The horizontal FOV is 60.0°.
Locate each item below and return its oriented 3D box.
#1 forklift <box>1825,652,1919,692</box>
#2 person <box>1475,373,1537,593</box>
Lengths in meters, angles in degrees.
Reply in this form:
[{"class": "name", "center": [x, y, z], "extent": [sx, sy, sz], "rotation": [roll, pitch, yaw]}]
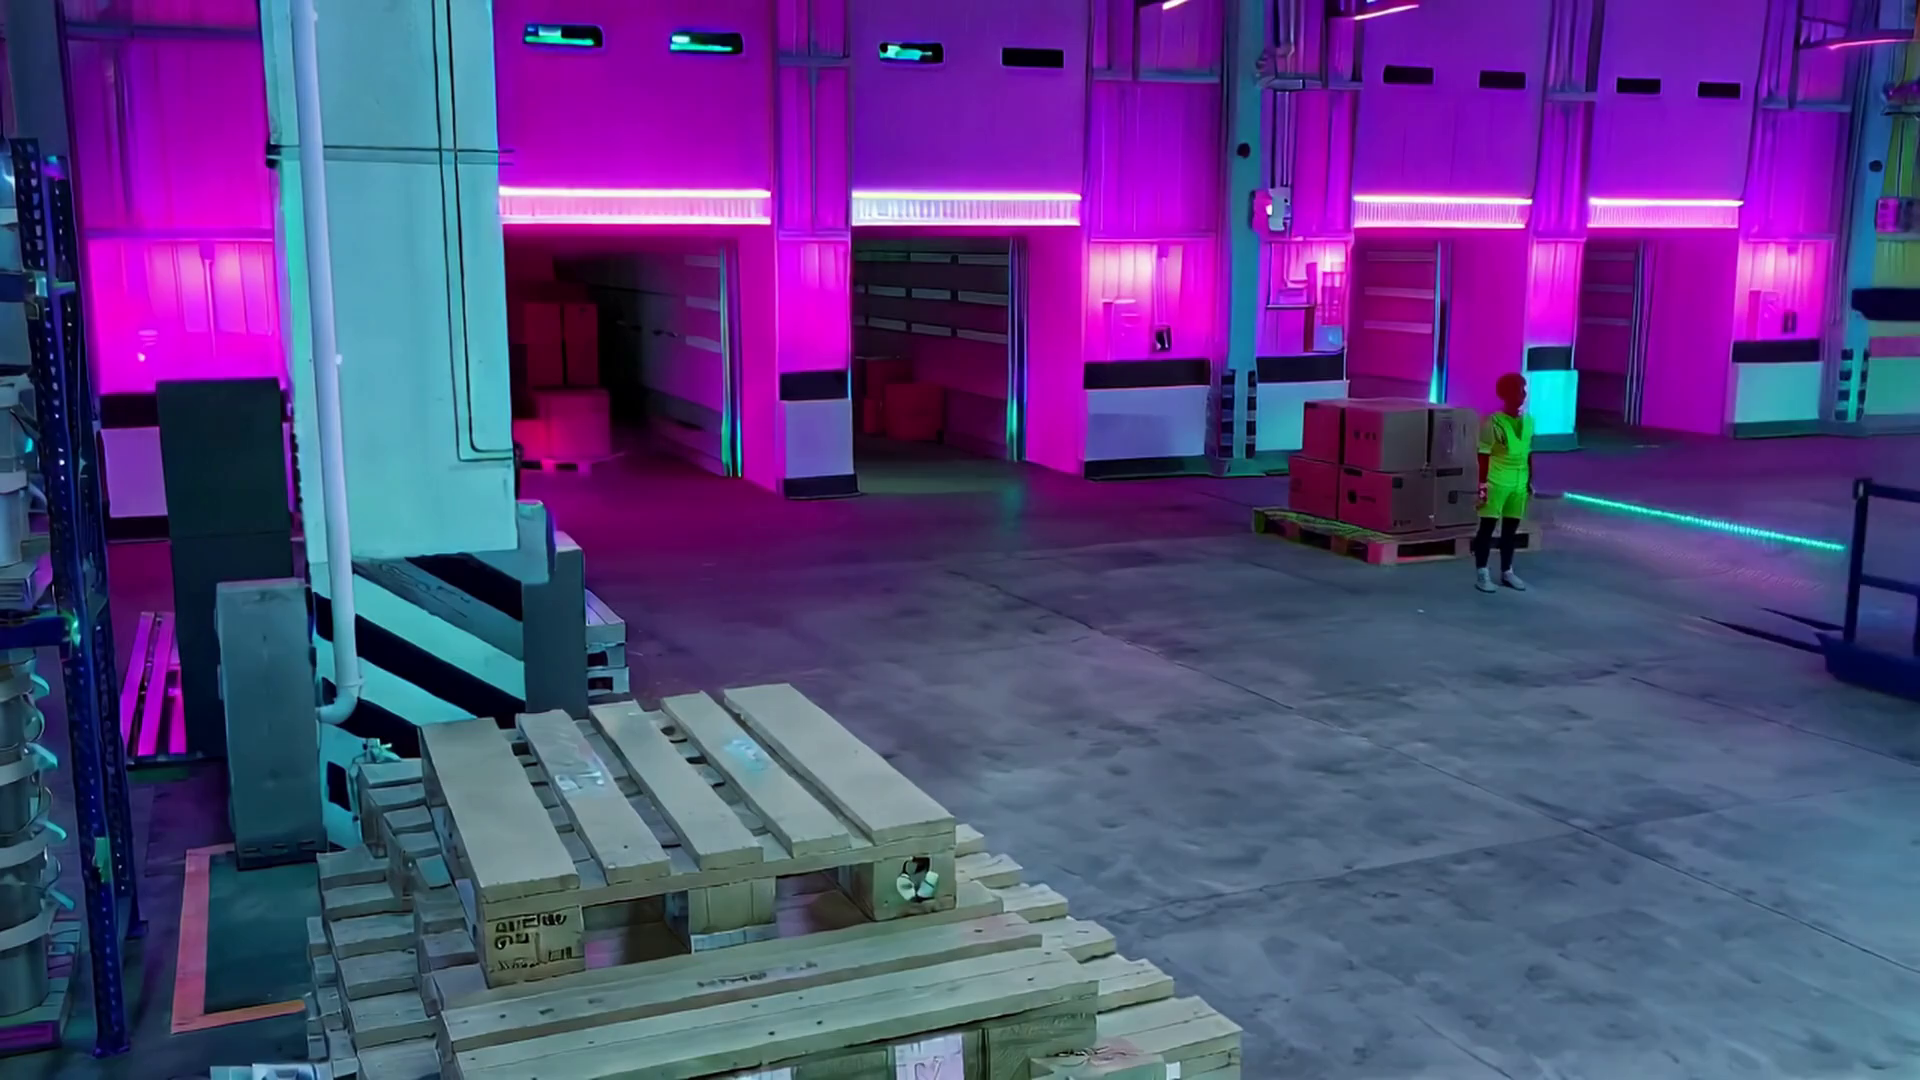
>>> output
[{"class": "forklift", "center": [6.271, -0.417, 9.482], "extent": [1.129, 2.768, 1.873], "rotation": [-4, 11, -23]}, {"class": "person", "center": [4.232, -0.442, 12.885], "extent": [0.533, 1.697, 0.319], "rotation": [-4, 11, -20]}]
